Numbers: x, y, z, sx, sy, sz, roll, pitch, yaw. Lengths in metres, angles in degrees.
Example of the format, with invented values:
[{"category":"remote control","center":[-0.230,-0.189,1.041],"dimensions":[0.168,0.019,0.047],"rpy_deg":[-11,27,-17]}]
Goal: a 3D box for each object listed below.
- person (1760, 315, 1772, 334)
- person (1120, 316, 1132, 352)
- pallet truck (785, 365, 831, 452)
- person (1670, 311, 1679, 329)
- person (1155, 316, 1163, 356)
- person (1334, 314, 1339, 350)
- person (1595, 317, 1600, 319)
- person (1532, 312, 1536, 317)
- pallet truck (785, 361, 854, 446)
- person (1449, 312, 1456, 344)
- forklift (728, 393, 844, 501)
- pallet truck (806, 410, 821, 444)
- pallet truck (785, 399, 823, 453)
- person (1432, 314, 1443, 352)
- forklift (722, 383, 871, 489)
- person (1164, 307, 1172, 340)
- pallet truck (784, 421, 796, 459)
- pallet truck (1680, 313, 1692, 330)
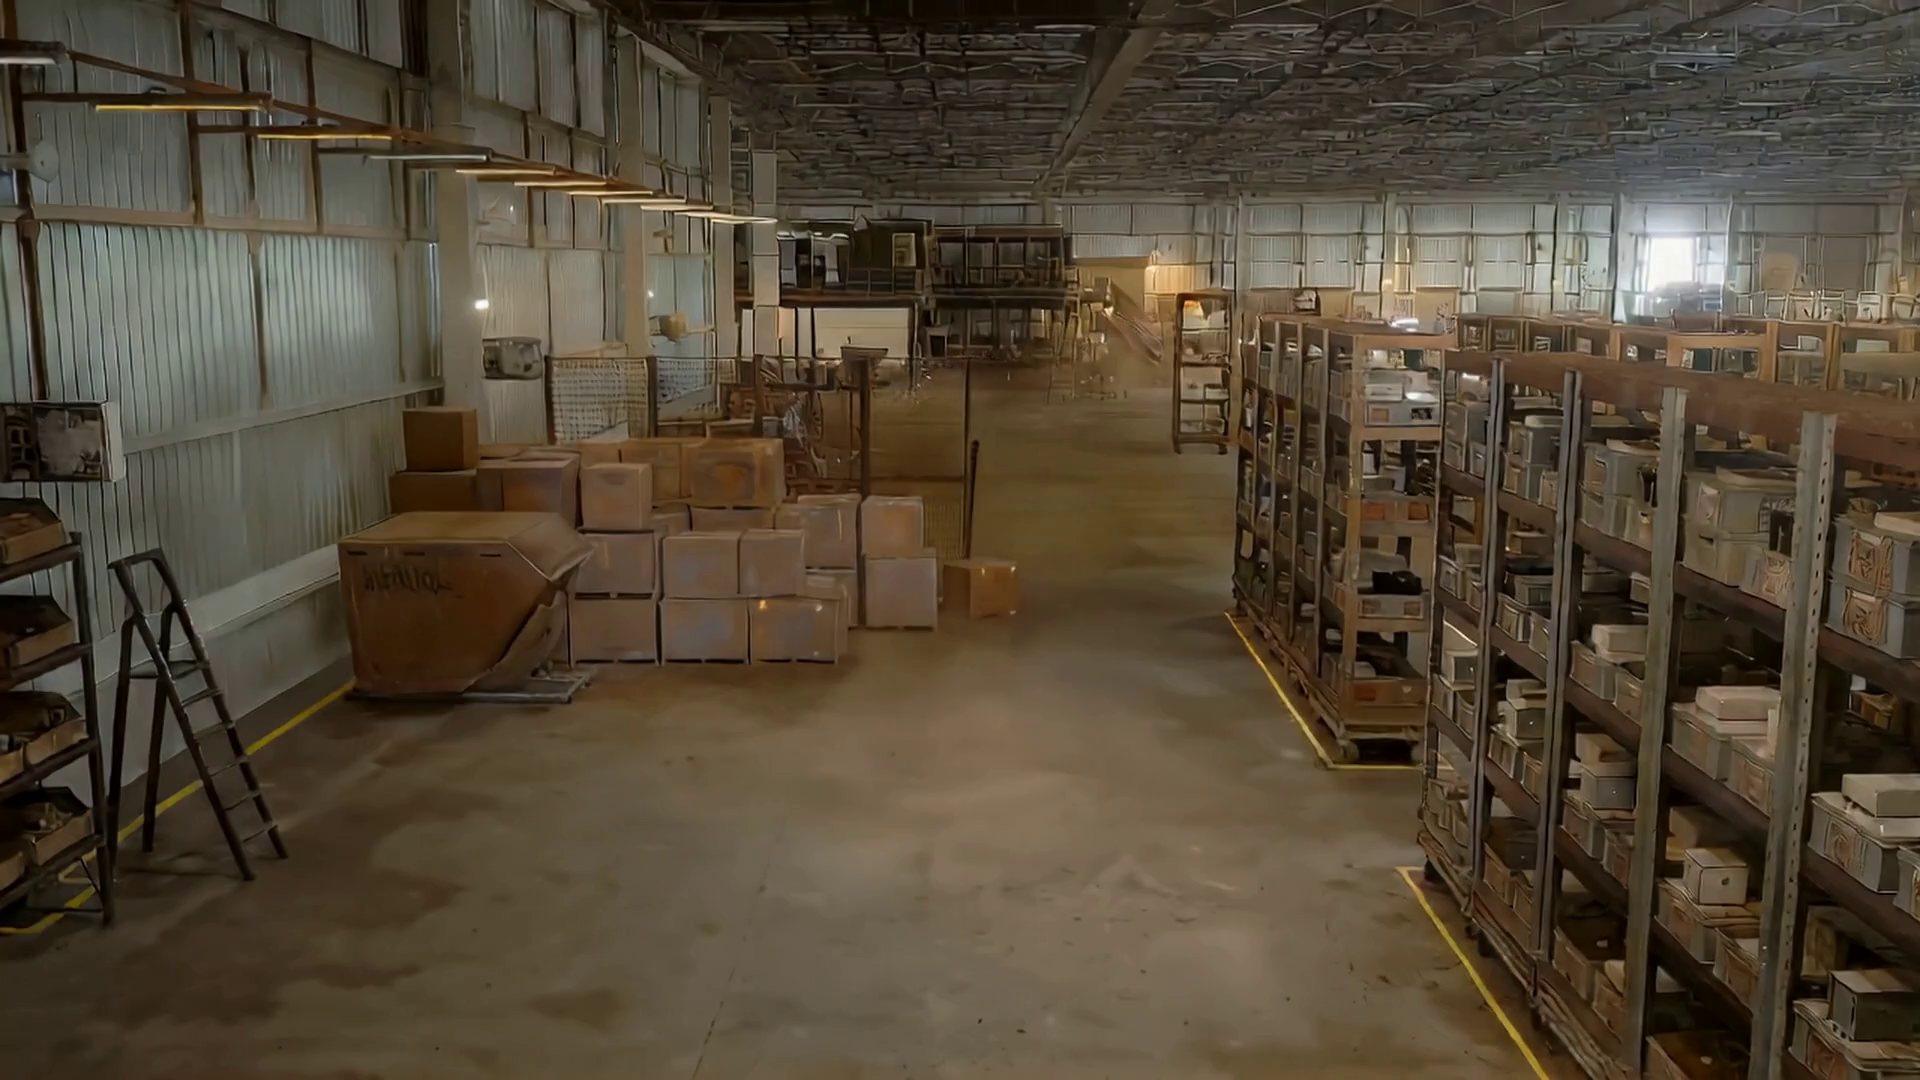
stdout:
[{"category":"person","center":[38.380,-9.714,79.067],"dimensions":[0.535,2.000,0.696],"rpy_deg":[-8,12,-41]},{"category":"person","center":[8.450,-10.483,84.507],"dimensions":[0.545,1.806,0.891],"rpy_deg":[-3,10,-19]},{"category":"pallet truck","center":[-3.774,-2.976,37.635],"dimensions":[1.885,1.965,0.823],"rpy_deg":[1,9,5]},{"category":"person","center":[38.517,-11.356,89.549],"dimensions":[0.367,1.927,0.584],"rpy_deg":[-7,11,-36]},{"category":"person","center":[9.556,-9.832,80.112],"dimensions":[0.377,1.936,0.549],"rpy_deg":[-4,10,-21]},{"category":"person","center":[18.754,-10.298,83.017],"dimensions":[0.593,1.925,0.384],"rpy_deg":[5,10,28]},{"category":"person","center":[31.234,-10.035,81.720],"dimensions":[1.005,1.834,0.594],"rpy_deg":[-6,11,-33]},{"category":"person","center":[31.897,-11.739,92.217],"dimensions":[1.015,1.816,0.666],"rpy_deg":[-4,10,-24]},{"category":"pallet truck","center":[-3.410,-3.193,38.978],"dimensions":[1.885,1.965,0.823],"rpy_deg":[0,9,-1]},{"category":"person","center":[27.241,-11.683,91.868],"dimensions":[0.588,1.841,0.522],"rpy_deg":[7,11,35]},{"category":"forklift","center":[-2.979,-1.316,26.476],"dimensions":[2.680,1.987,1.157],"rpy_deg":[0,9,1]},{"category":"pallet truck","center":[-3.559,-2.018,33.905],"dimensions":[1.522,1.261,0.704],"rpy_deg":[0,9,-1]},{"category":"pallet truck","center":[-3.814,-2.432,36.419],"dimensions":[1.630,1.274,0.653],"rpy_deg":[0,9,1]},{"category":"person","center":[24.123,-10.465,84.019],"dimensions":[0.358,1.938,0.542],"rpy_deg":[-7,12,-37]},{"category":"forklift","center":[-2.893,-1.687,28.729],"dimensions":[2.680,1.987,1.157],"rpy_deg":[0,9,-1]},{"category":"person","center":[12.288,-12.789,98.251],"dimensions":[0.440,1.964,0.625],"rpy_deg":[-3,10,-18]},{"category":"pallet truck","center":[-4.013,-1.793,32.705],"dimensions":[1.601,1.201,0.680],"rpy_deg":[0,9,1]},{"category":"pallet truck","center":[36.315,-10.531,84.244],"dimensions":[0.823,1.965,1.885],"rpy_deg":[-6,11,-33]}]
